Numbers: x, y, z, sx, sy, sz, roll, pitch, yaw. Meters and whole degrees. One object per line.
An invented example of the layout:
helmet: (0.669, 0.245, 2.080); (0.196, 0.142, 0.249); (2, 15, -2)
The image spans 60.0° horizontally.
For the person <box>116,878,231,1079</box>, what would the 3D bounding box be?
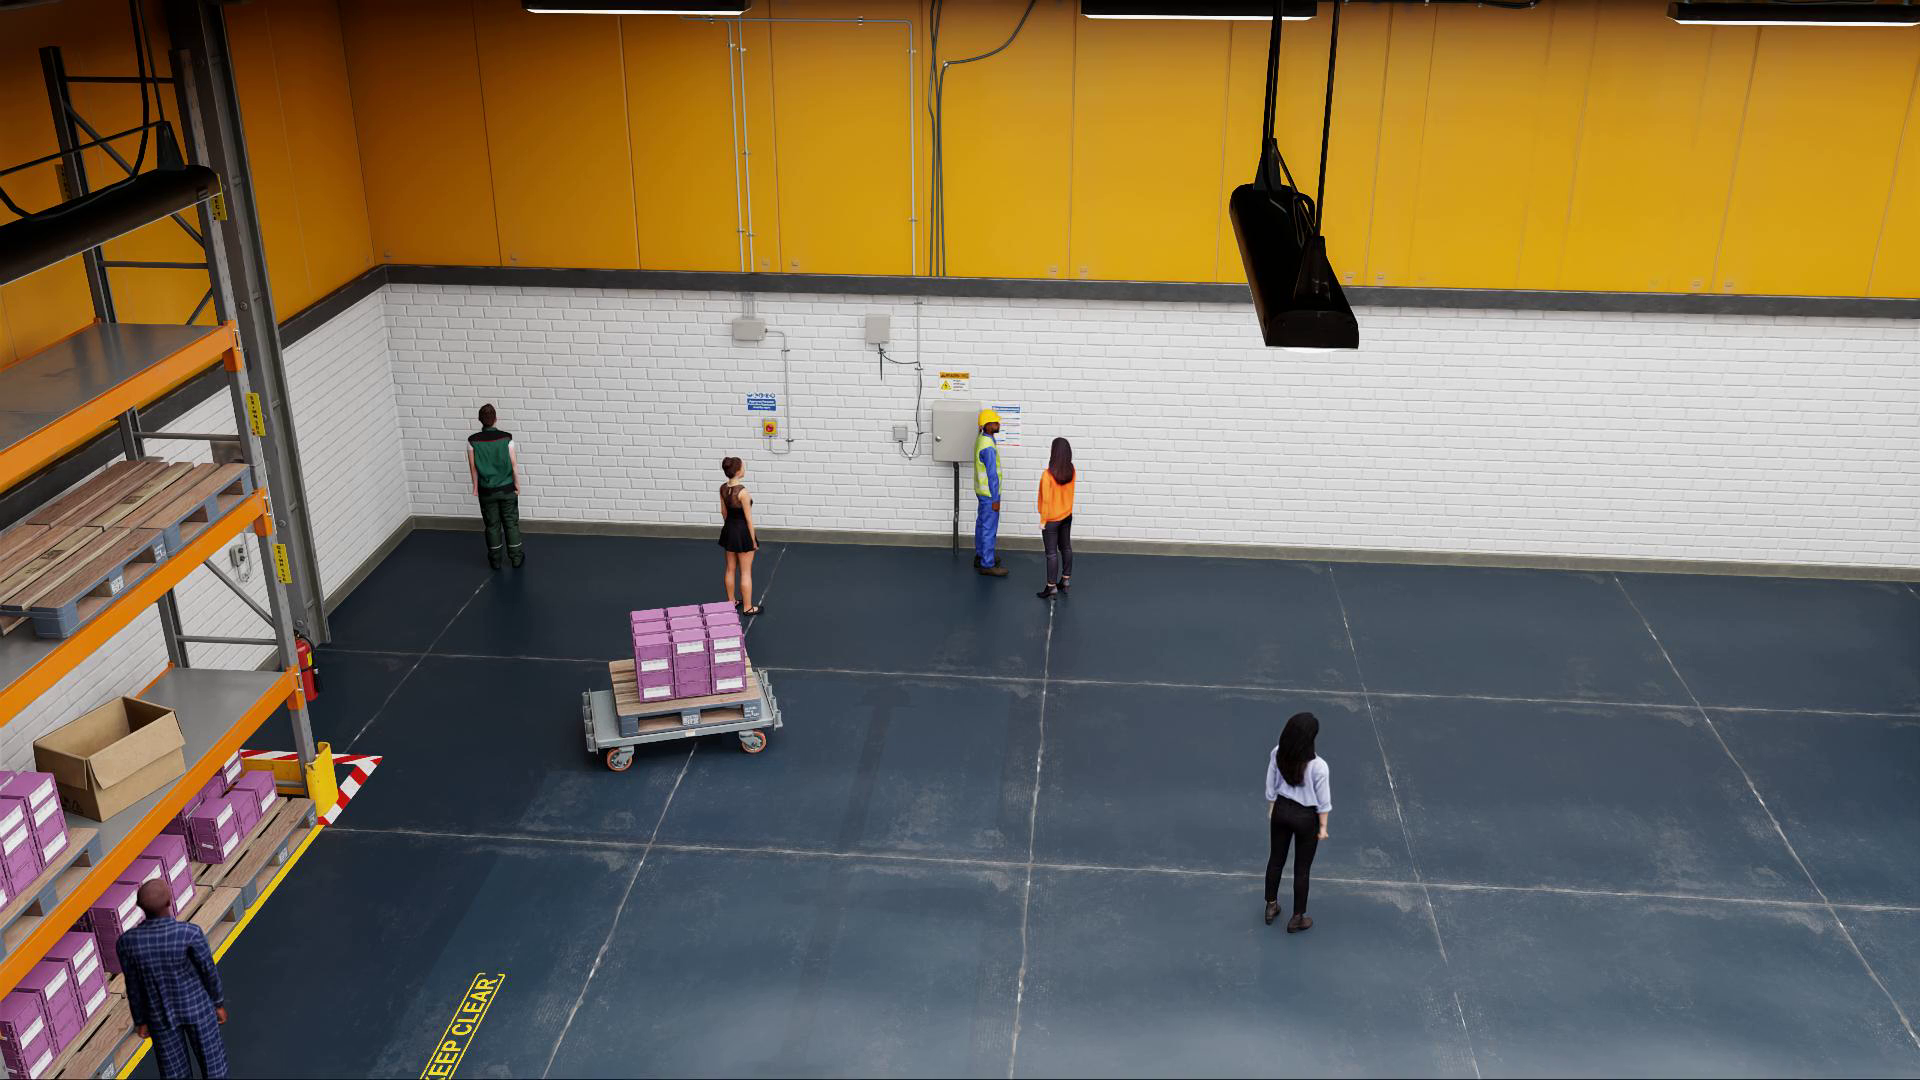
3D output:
person: (-4.663, 2.797, 9.934); (0.744, 1.818, 0.720); (-7, 24, -15)

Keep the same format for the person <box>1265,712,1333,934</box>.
person: (2.385, 1.999, 11.853); (0.739, 1.744, 0.751); (18, 29, 35)

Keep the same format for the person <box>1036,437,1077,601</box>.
person: (0.996, -0.234, 16.953); (0.771, 1.748, 0.690); (21, 31, 39)

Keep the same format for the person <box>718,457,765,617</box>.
person: (-2.222, -0.052, 16.632); (0.678, 1.673, 0.718); (19, 30, 36)

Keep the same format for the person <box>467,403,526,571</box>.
person: (-4.911, -0.573, 17.612); (0.721, 1.842, 0.704); (-6, 24, -13)

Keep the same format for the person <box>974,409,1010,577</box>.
person: (0.301, -0.524, 17.536); (0.783, 1.813, 0.609); (-4, 24, -9)
